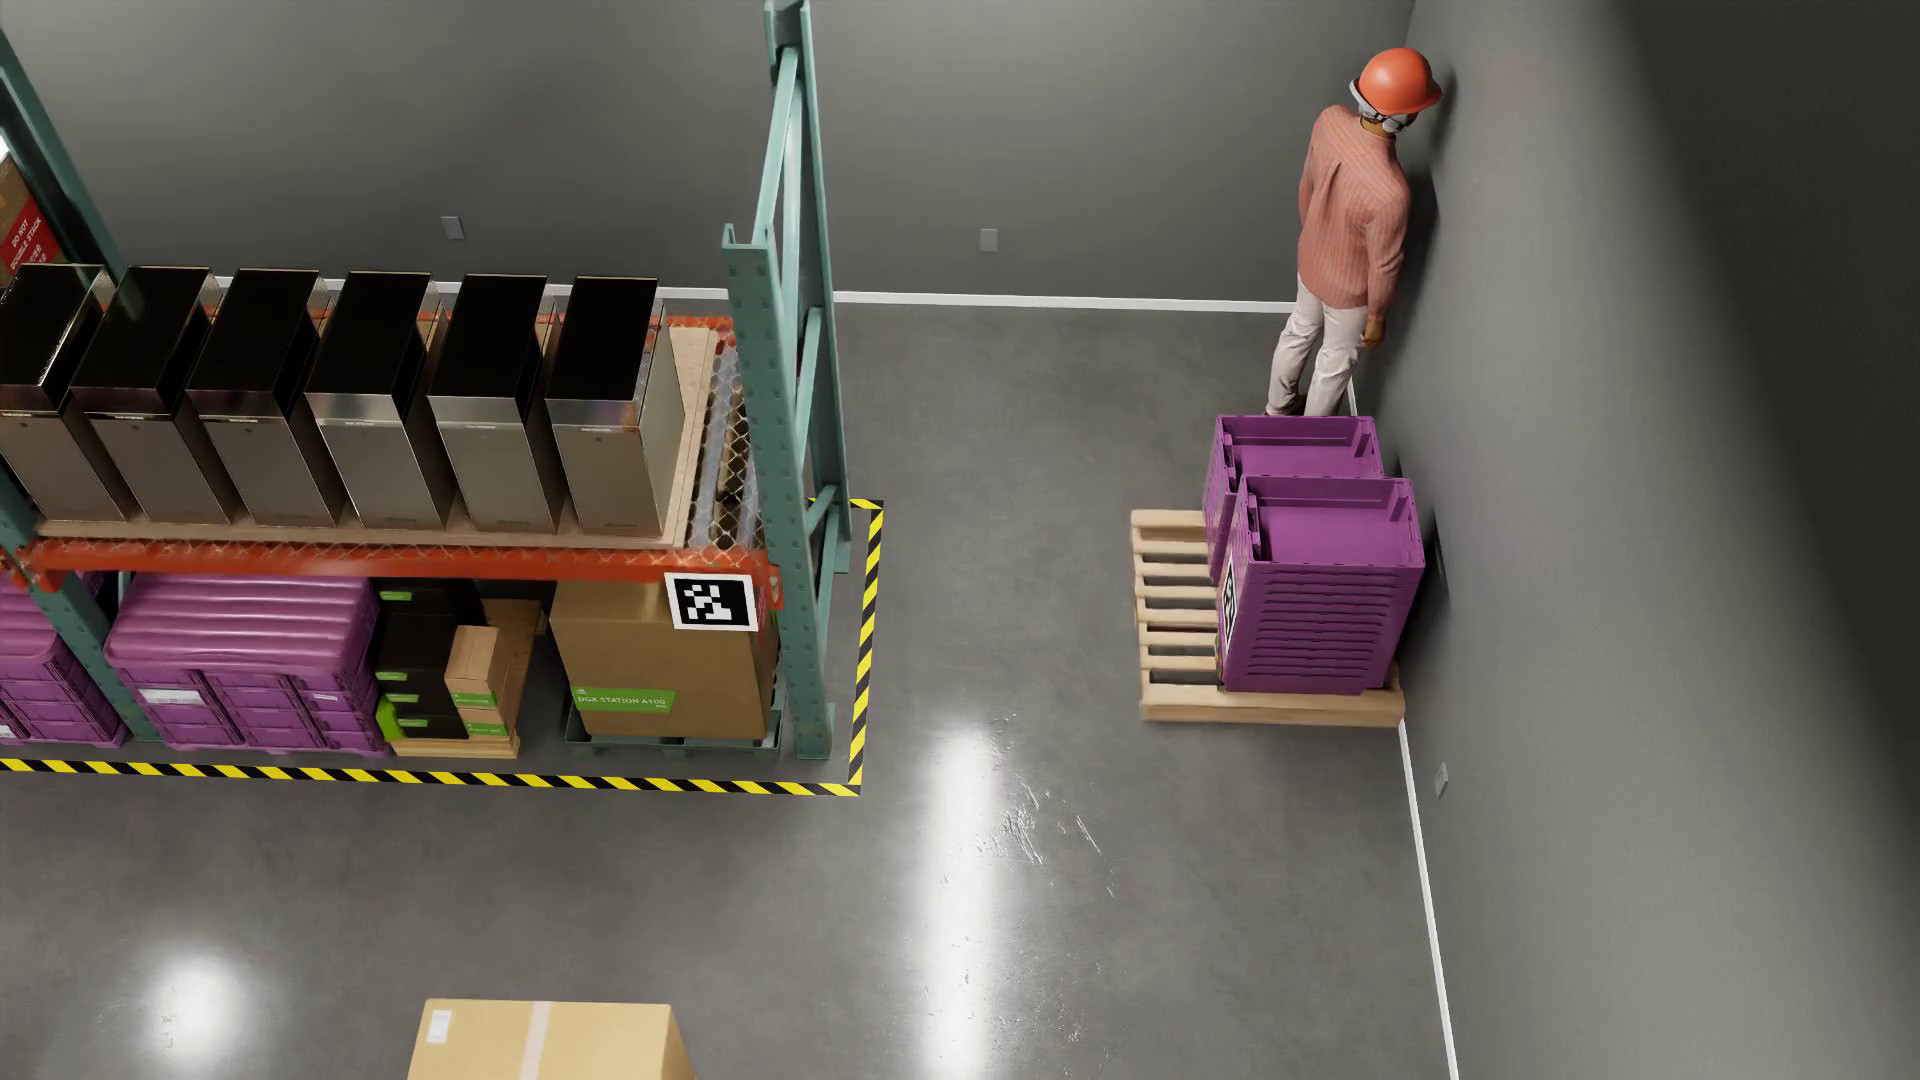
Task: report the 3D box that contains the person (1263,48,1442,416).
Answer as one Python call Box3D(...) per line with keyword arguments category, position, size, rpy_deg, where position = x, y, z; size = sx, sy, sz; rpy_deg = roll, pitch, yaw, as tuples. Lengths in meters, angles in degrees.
Box3D(category="person", position=(1.506, -1.052, 6.486), size=(0.381, 1.994, 0.617), rpy_deg=(-18, 54, -13))
